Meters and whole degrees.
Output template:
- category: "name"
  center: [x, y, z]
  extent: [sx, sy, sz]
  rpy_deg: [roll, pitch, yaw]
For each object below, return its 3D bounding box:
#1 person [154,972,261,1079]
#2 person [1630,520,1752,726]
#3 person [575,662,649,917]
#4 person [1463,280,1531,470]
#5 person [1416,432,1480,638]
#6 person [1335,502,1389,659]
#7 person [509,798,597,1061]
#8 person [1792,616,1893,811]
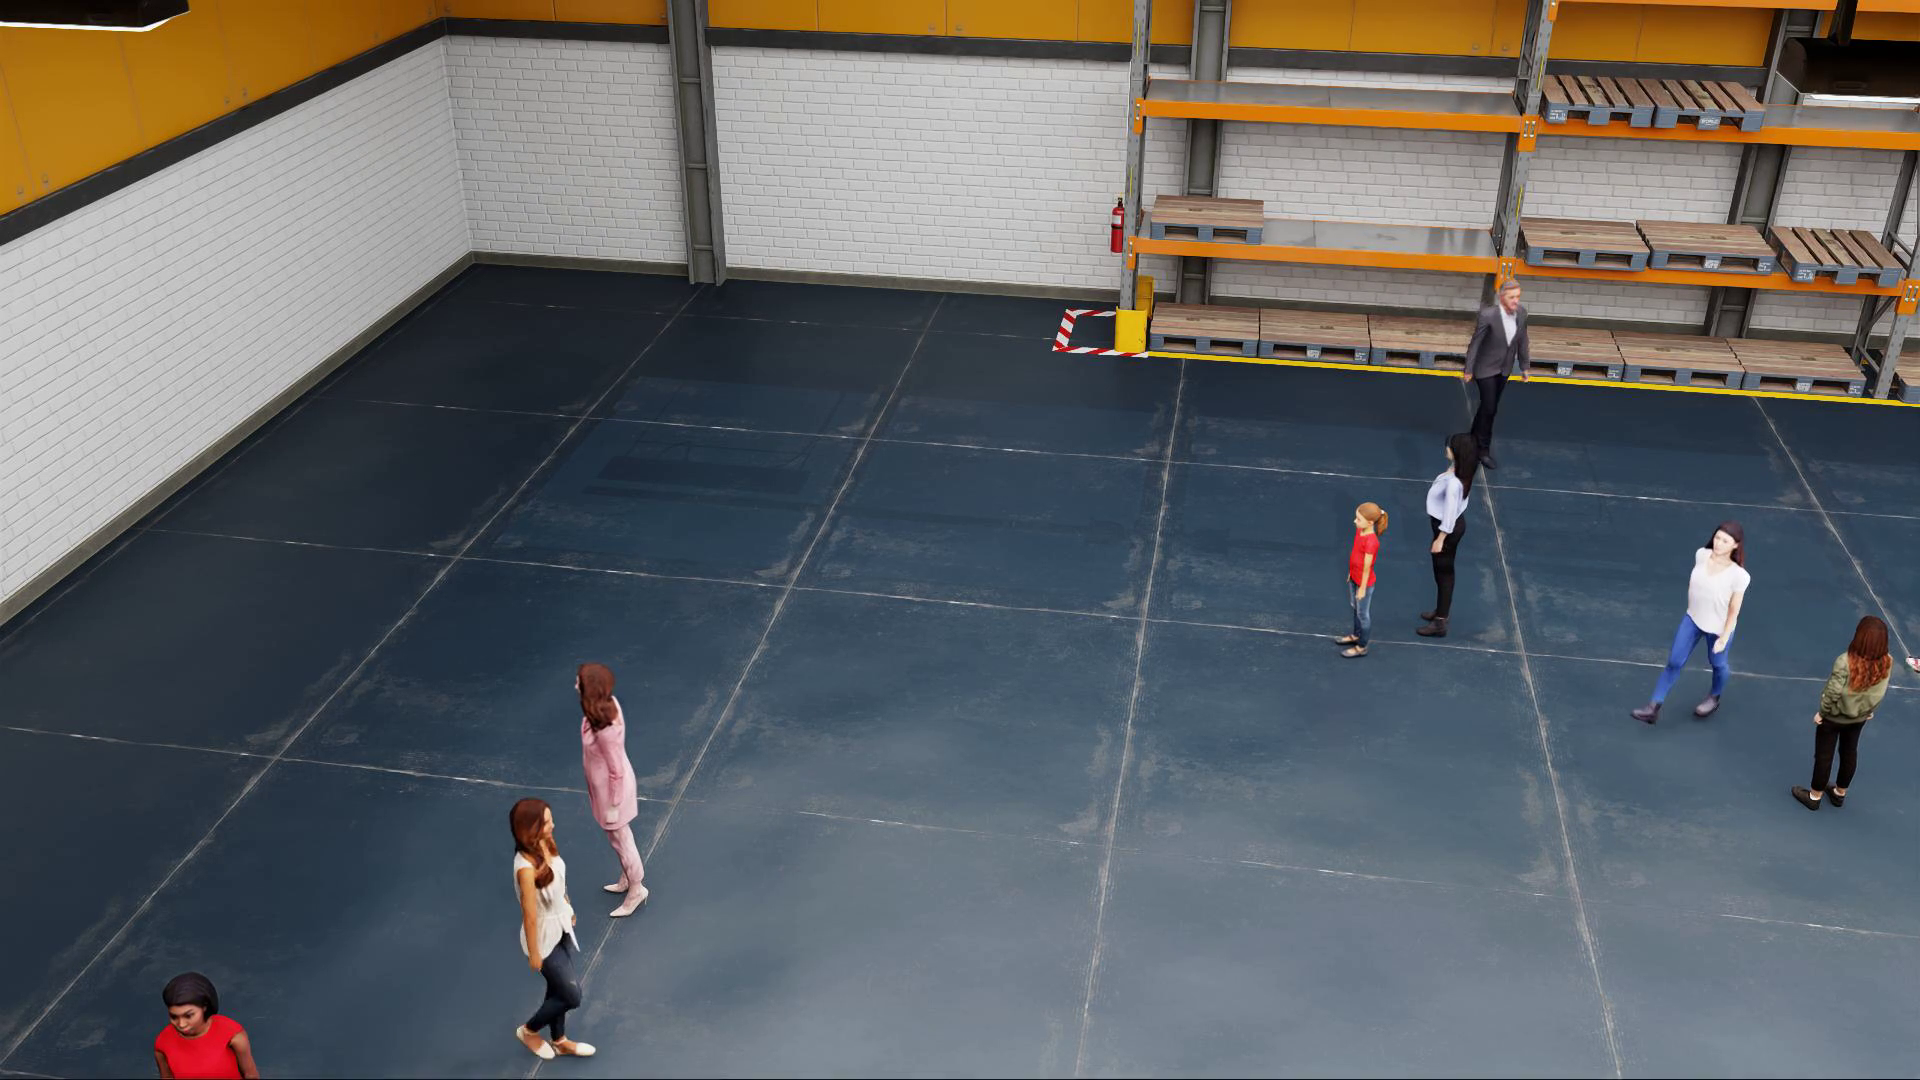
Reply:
- category: "person"
  center: [-3.515, 2.760, 7.936]
  extent: [0.568, 1.744, 0.703]
  rpy_deg: [-7, 29, -13]
- category: "person"
  center: [5.452, 0.611, 11.983]
  extent: [1.150, 1.640, 1.051]
  rpy_deg: [-16, 32, -26]
- category: "person"
  center: [-2.118, 1.515, 10.157]
  extent: [0.672, 1.801, 0.691]
  rpy_deg: [-8, 30, -14]
- category: "person"
  center: [5.086, -1.680, 16.003]
  extent: [1.003, 1.813, 1.050]
  rpy_deg: [-14, 32, -24]
- category: "person"
  center: [3.840, -0.047, 13.083]
  extent: [0.639, 1.743, 0.700]
  rpy_deg: [12, 31, 21]
- category: "person"
  center: [3.129, 0.302, 12.898]
  extent: [0.546, 1.307, 0.518]
  rpy_deg: [-3, 29, -6]
- category: "person"
  center: [-2.325, 2.143, 9.033]
  extent: [0.694, 1.776, 0.660]
  rpy_deg: [1, 29, 1]
- category: "person"
  center: [5.945, 1.155, 11.158]
  extent: [0.554, 1.475, 0.708]
  rpy_deg: [-5, 29, -9]
